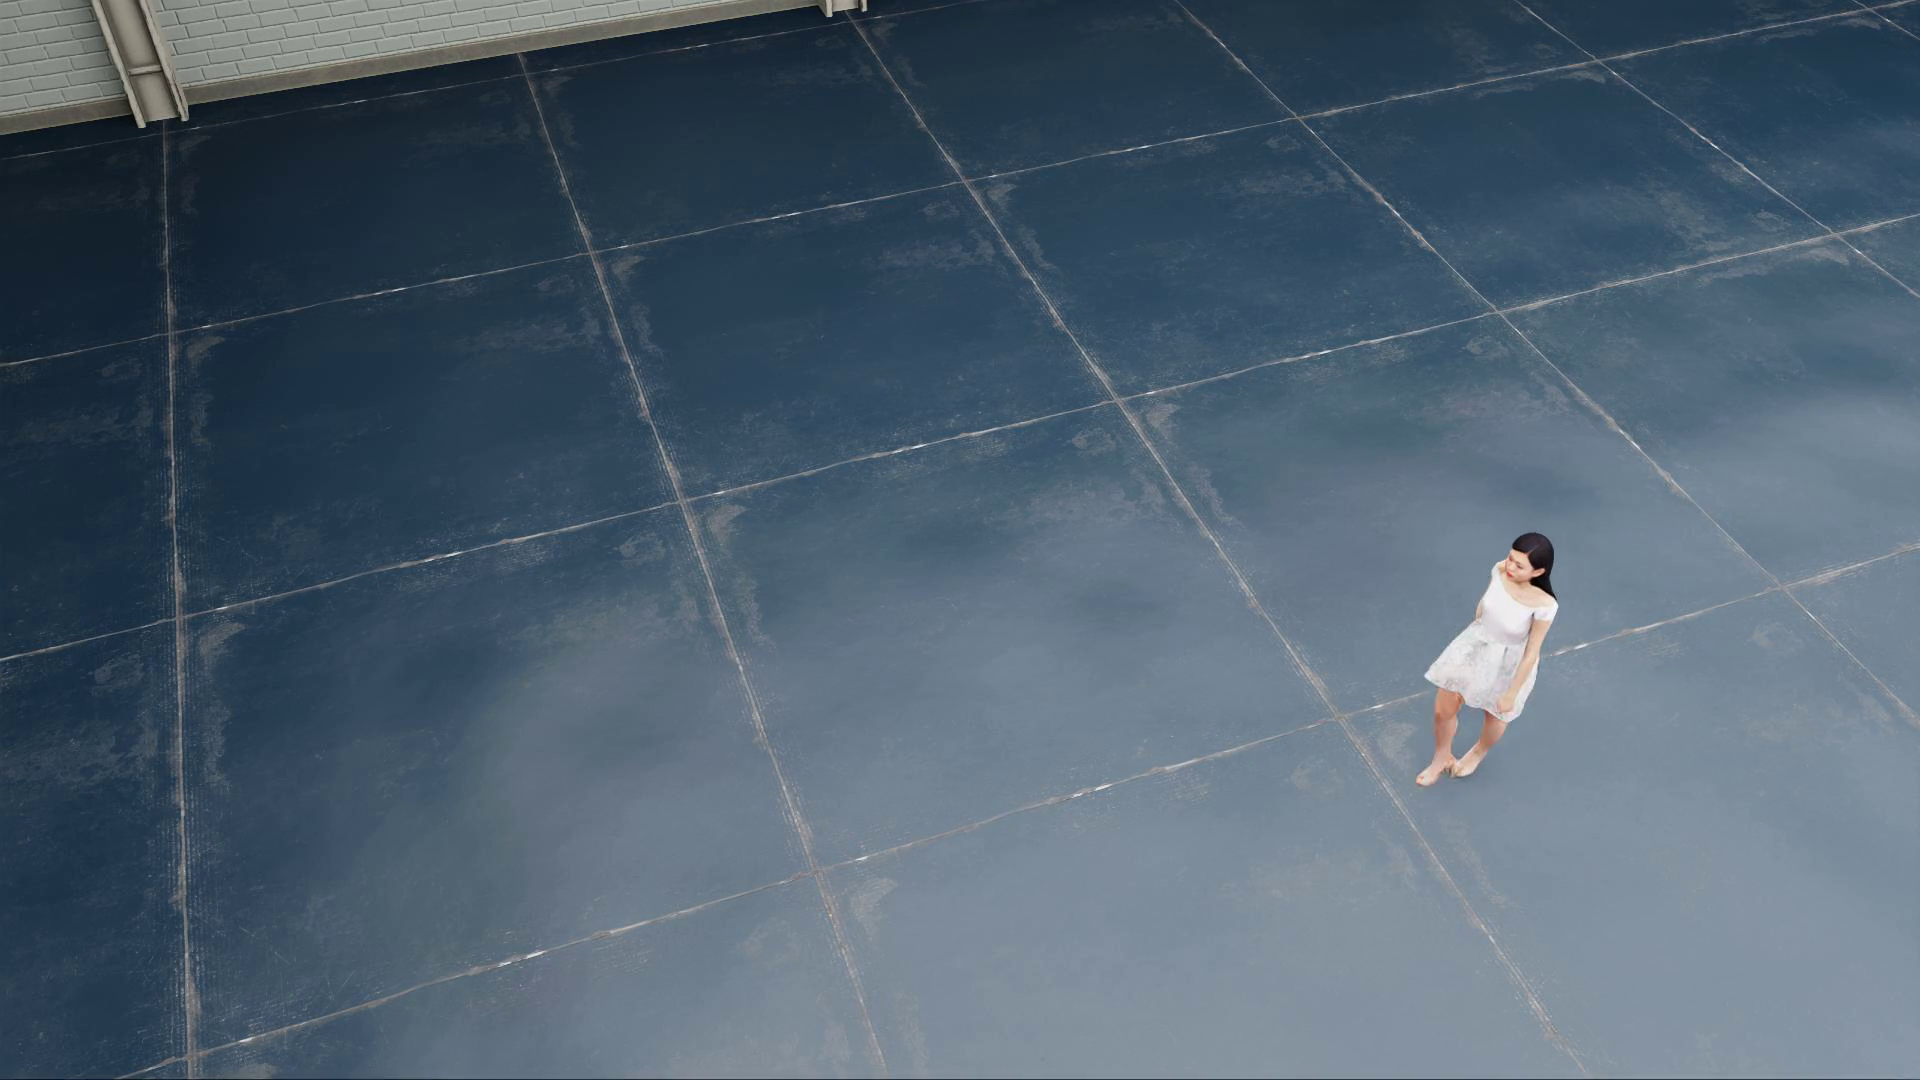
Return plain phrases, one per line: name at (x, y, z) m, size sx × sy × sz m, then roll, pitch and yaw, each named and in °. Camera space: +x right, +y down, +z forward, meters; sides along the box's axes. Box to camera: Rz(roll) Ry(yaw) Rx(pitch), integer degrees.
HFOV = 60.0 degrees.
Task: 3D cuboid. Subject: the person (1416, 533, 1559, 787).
person at (2.733, 0.600, 8.283) m, size 0.819 × 1.759 × 0.704 m, roll -21°, pitch 47°, yaw -21°
